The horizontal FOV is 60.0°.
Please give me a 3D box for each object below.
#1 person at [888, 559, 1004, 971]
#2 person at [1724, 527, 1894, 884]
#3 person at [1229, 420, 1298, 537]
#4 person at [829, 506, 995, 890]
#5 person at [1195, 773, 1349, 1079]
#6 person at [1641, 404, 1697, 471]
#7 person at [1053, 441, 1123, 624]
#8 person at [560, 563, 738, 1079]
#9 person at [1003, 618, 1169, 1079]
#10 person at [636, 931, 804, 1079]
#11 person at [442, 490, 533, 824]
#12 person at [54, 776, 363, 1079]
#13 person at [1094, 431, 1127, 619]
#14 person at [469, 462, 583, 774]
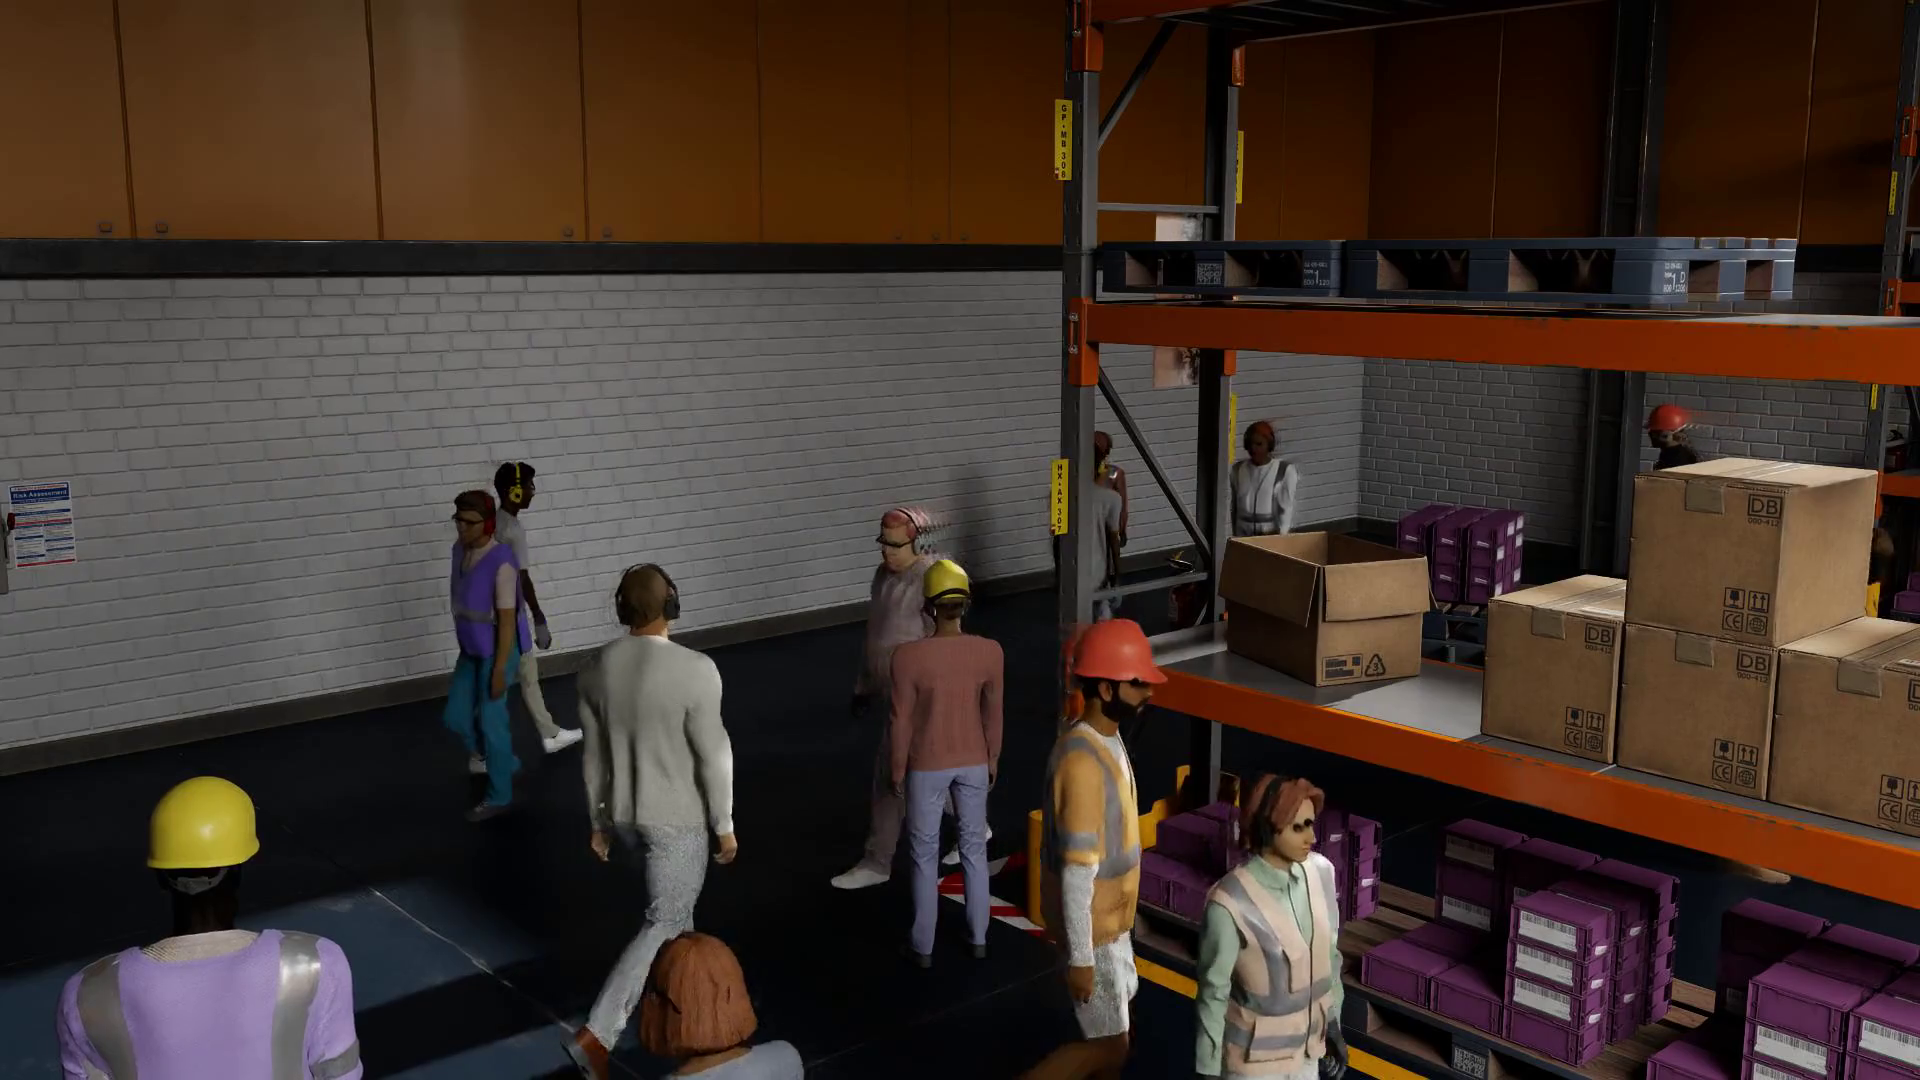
[{"bbox_3d":[-0.066,0.956,7.113,0.519,1.760,0.330,-4,10,-22],"label":"person"},{"bbox_3d":[4.141,0.810,7.875,0.908,1.785,0.655,6,11,32],"label":"person"},{"bbox_3d":[2.286,0.005,12.476,0.553,1.841,0.973,6,11,31],"label":"person"},{"bbox_3d":[-0.199,0.742,8.084,0.892,1.862,0.631,-4,10,-21],"label":"person"},{"bbox_3d":[0.862,1.437,4.682,0.518,1.625,0.409,-9,13,-44],"label":"person"},{"bbox_3d":[5.162,-0.002,12.067,0.522,1.975,0.640,9,13,43],"label":"person"},{"bbox_3d":[0.851,0.243,11.153,0.532,1.818,1.005,4,10,20],"label":"person"},{"bbox_3d":[-1.184,1.046,6.165,0.644,1.908,0.901,6,11,31],"label":"person"},{"bbox_3d":[0.366,1.186,5.304,0.582,1.917,0.561,2,10,13],"label":"person"},{"bbox_3d":[-0.505,1.631,3.592,0.510,1.606,0.745,-8,13,-40],"label":"person"},{"bbox_3d":[-2.525,0.622,8.865,0.438,1.821,0.613,-8,13,-41],"label":"person"},{"bbox_3d":[-1.614,1.460,3.663,0.594,1.924,0.377,-4,10,-22],"label":"person"},{"bbox_3d":[1.095,-0.065,13.463,0.524,1.630,0.315,5,11,26],"label":"person"},{"bbox_3d":[-2.568,0.448,9.876,0.890,1.826,0.531,-7,12,-35],"label":"person"}]
